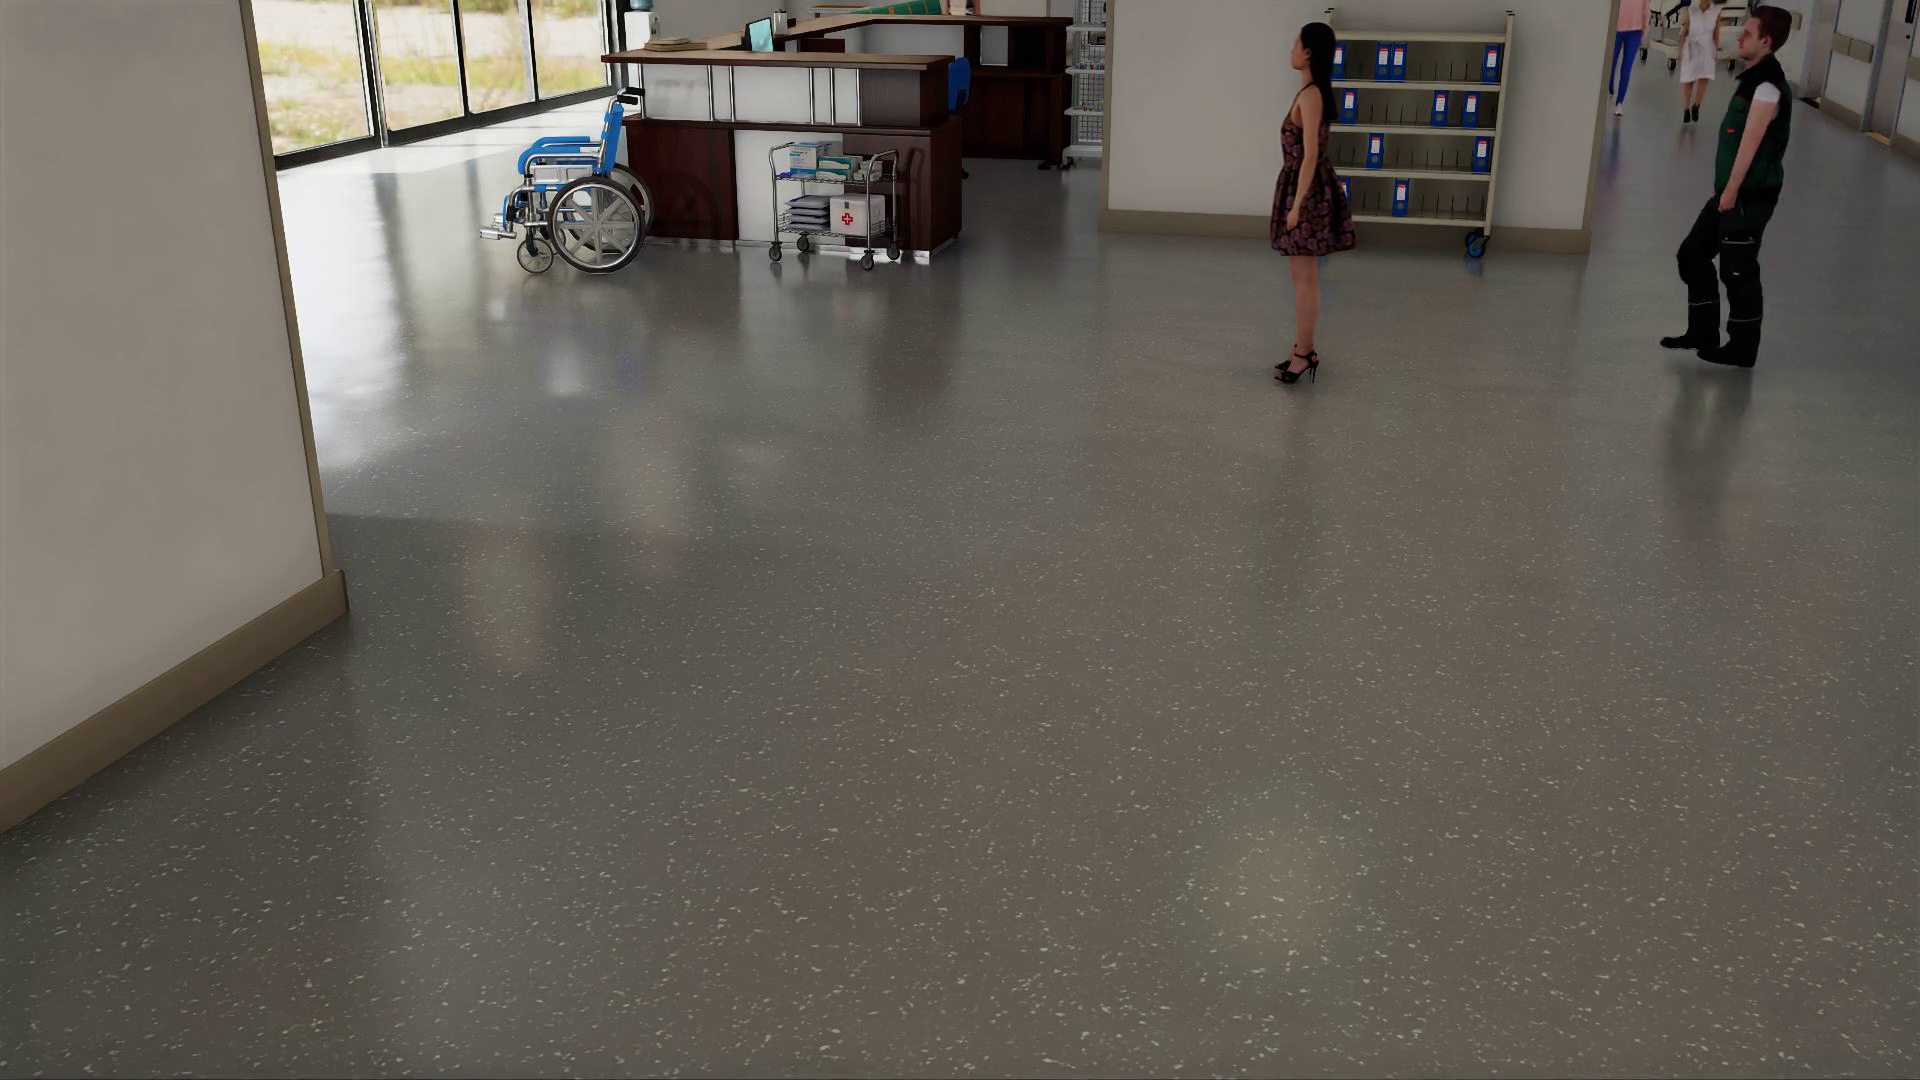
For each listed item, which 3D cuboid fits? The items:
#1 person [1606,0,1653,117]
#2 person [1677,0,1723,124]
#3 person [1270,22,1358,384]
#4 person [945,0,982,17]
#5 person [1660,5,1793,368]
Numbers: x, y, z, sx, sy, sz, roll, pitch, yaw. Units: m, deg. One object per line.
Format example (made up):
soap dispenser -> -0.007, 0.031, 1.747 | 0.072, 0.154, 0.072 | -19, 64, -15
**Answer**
person -> 7.769, -5.868, 19.441 | 0.627, 1.759, 0.738 | 7, 22, 19
person -> 8.335, -5.502, 18.780 | 0.561, 1.542, 0.674 | 9, 22, 22
person -> 1.726, -1.675, 8.350 | 0.654, 1.773, 0.653 | 6, 22, 16
person -> 0.052, -6.103, 20.088 | 0.882, 1.739, 0.791 | 9, 23, 23
person -> 4.126, -1.788, 8.572 | 0.698, 1.826, 0.665 | 6, 22, 16
